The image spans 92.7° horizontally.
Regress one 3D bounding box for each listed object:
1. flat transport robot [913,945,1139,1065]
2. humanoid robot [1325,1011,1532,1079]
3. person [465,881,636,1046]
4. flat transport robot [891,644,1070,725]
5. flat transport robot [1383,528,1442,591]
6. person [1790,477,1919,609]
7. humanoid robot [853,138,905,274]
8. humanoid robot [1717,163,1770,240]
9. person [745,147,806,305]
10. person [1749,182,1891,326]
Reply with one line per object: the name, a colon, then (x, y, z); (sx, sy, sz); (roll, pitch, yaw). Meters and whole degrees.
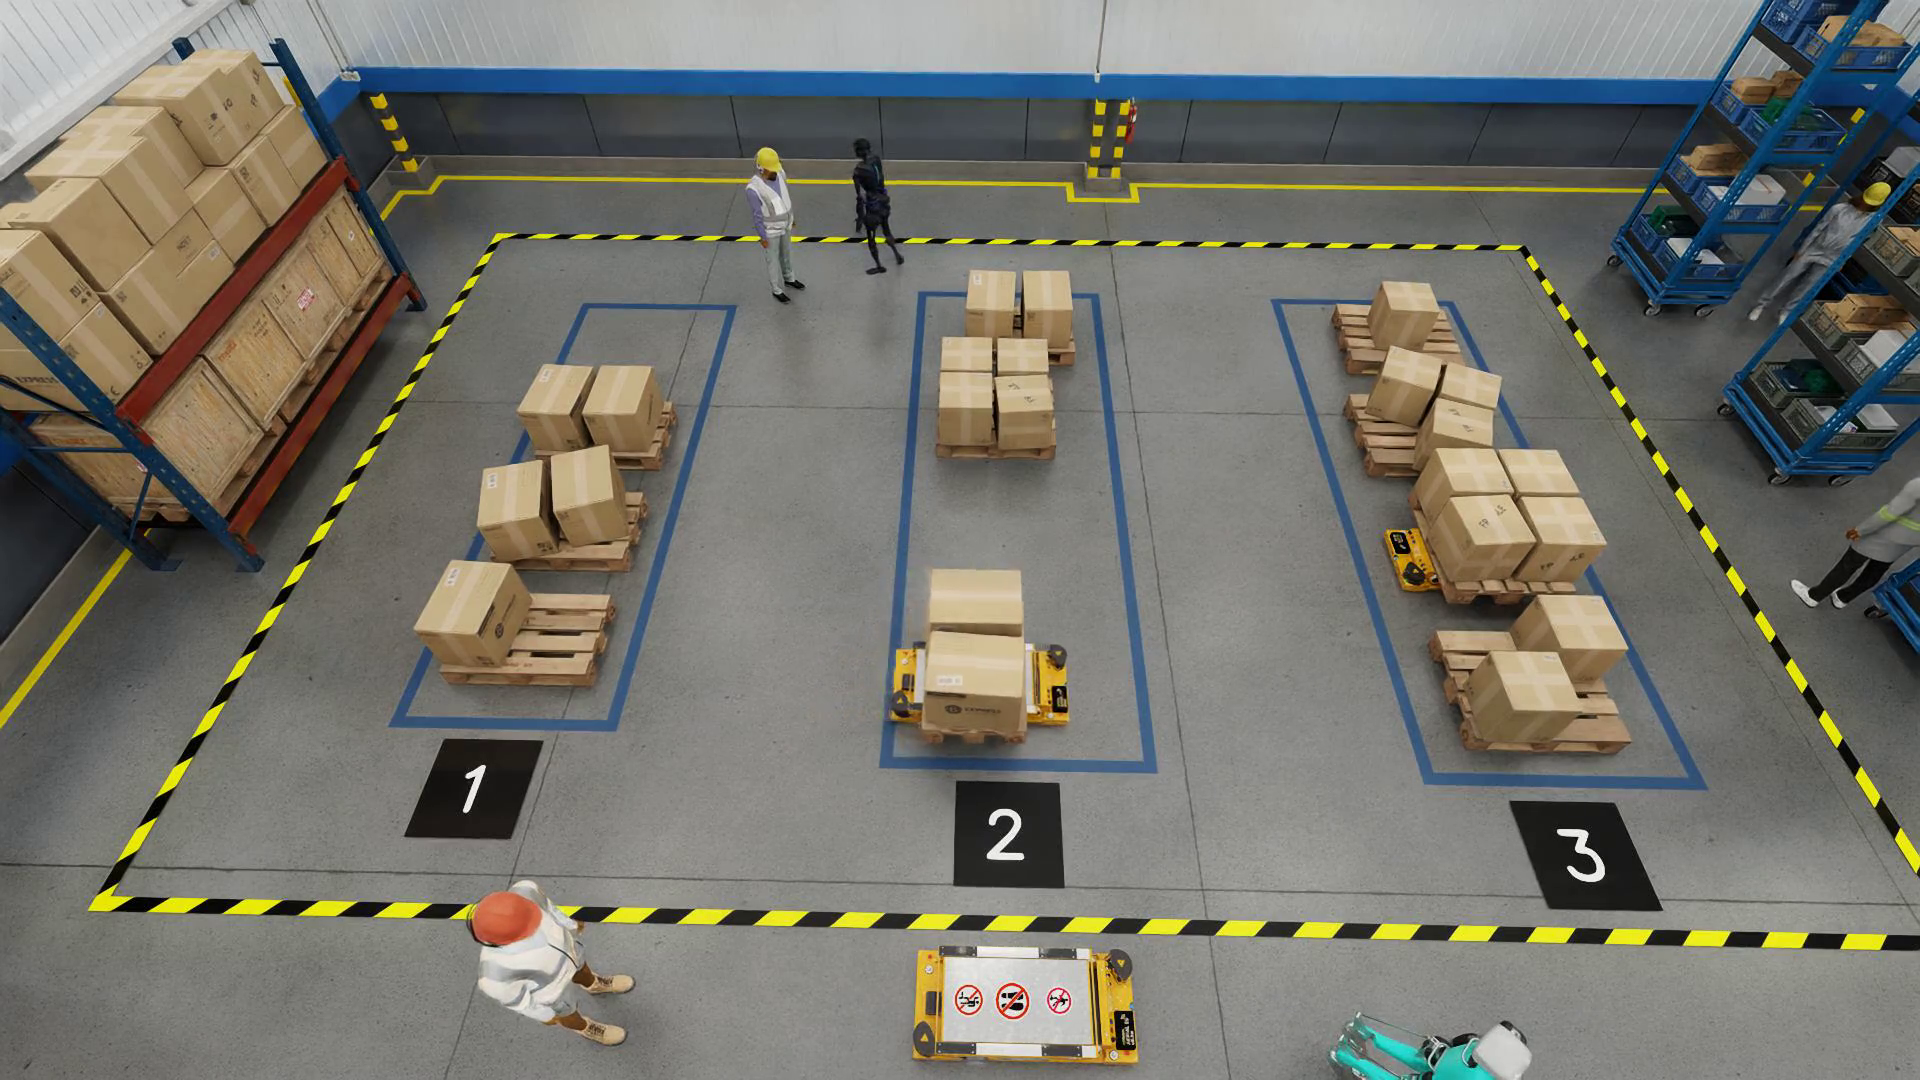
flat transport robot: (0.422, 3.041, 6.007); (1.431, 0.231, 0.659); (1, 51, 1)
humanoid robot: (2.459, 2.861, 5.119); (0.533, 1.677, 0.735); (-36, 59, -26)
person: (-2.348, 2.475, 5.330); (0.379, 2.037, 0.605); (-1, 51, -1)
flat transport robot: (0.169, 1.167, 7.516); (1.431, 0.197, 0.652); (1, 51, 1)
flat transport robot: (4.689, 0.155, 8.342); (1.431, 0.197, 0.652); (1, 51, 1)
person: (7.685, -0.089, 7.537); (0.590, 1.851, 0.400); (7, 51, 5)
humanoid robot: (-0.958, -3.881, 10.744); (0.469, 1.647, 0.596); (24, 55, 18)
humanoid robot: (9.231, -4.100, 10.921); (0.610, 1.649, 0.364); (-21, 54, -16)
person: (-2.077, -3.565, 10.389); (0.403, 1.823, 0.586); (24, 55, 18)
person: (9.493, -3.128, 10.088); (0.483, 1.736, 0.305); (21, 54, 16)
